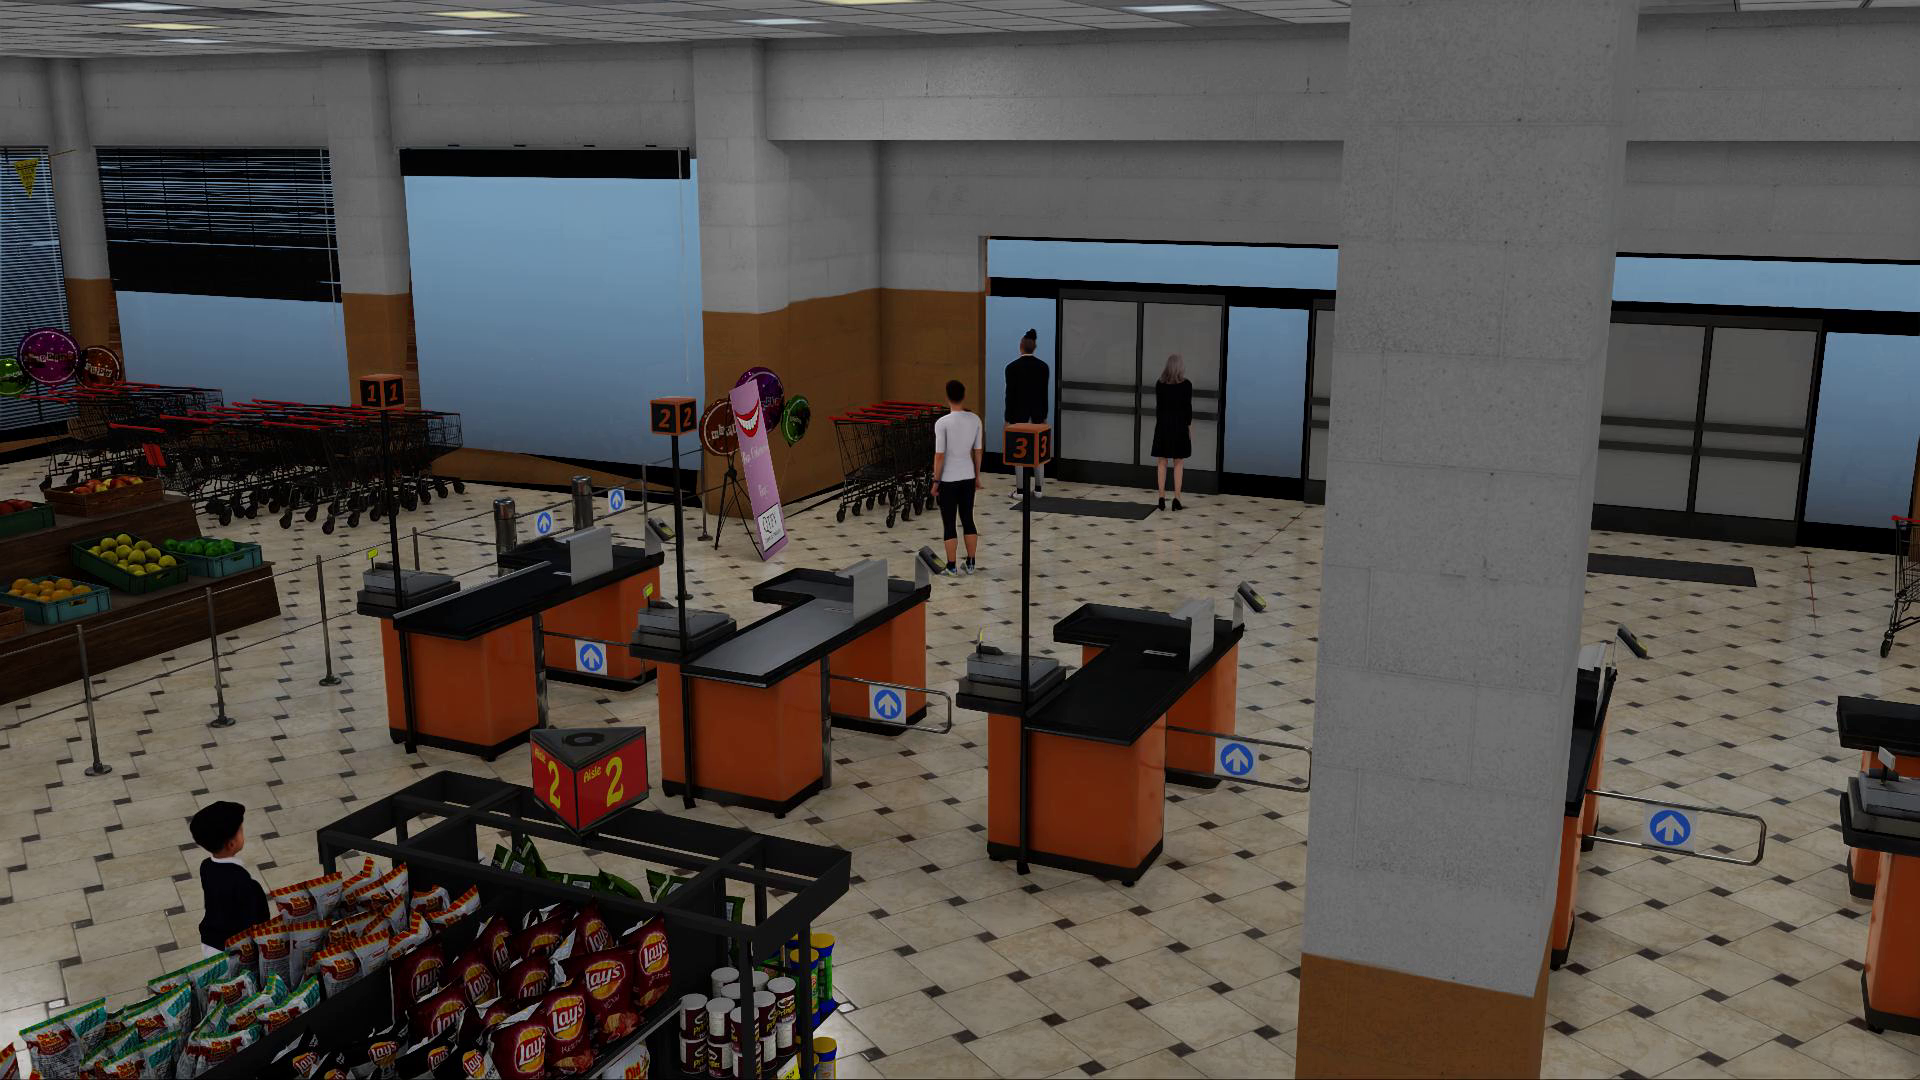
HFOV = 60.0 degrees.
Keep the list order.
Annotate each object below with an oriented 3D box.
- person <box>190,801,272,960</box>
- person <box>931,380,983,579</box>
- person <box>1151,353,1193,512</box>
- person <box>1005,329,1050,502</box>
[{"bbox_3d":[-3.218,1.741,7.328,0.523,1.223,0.501,9,16,32],"label":"person"},{"bbox_3d":[-0.025,-0.580,15.564,0.701,1.850,0.820,-8,16,-31],"label":"person"},{"bbox_3d":[2.340,-1.194,18.320,0.634,1.745,0.610,4,14,15],"label":"person"},{"bbox_3d":[0.766,-1.431,18.864,0.775,1.950,0.850,-6,15,-22],"label":"person"}]
